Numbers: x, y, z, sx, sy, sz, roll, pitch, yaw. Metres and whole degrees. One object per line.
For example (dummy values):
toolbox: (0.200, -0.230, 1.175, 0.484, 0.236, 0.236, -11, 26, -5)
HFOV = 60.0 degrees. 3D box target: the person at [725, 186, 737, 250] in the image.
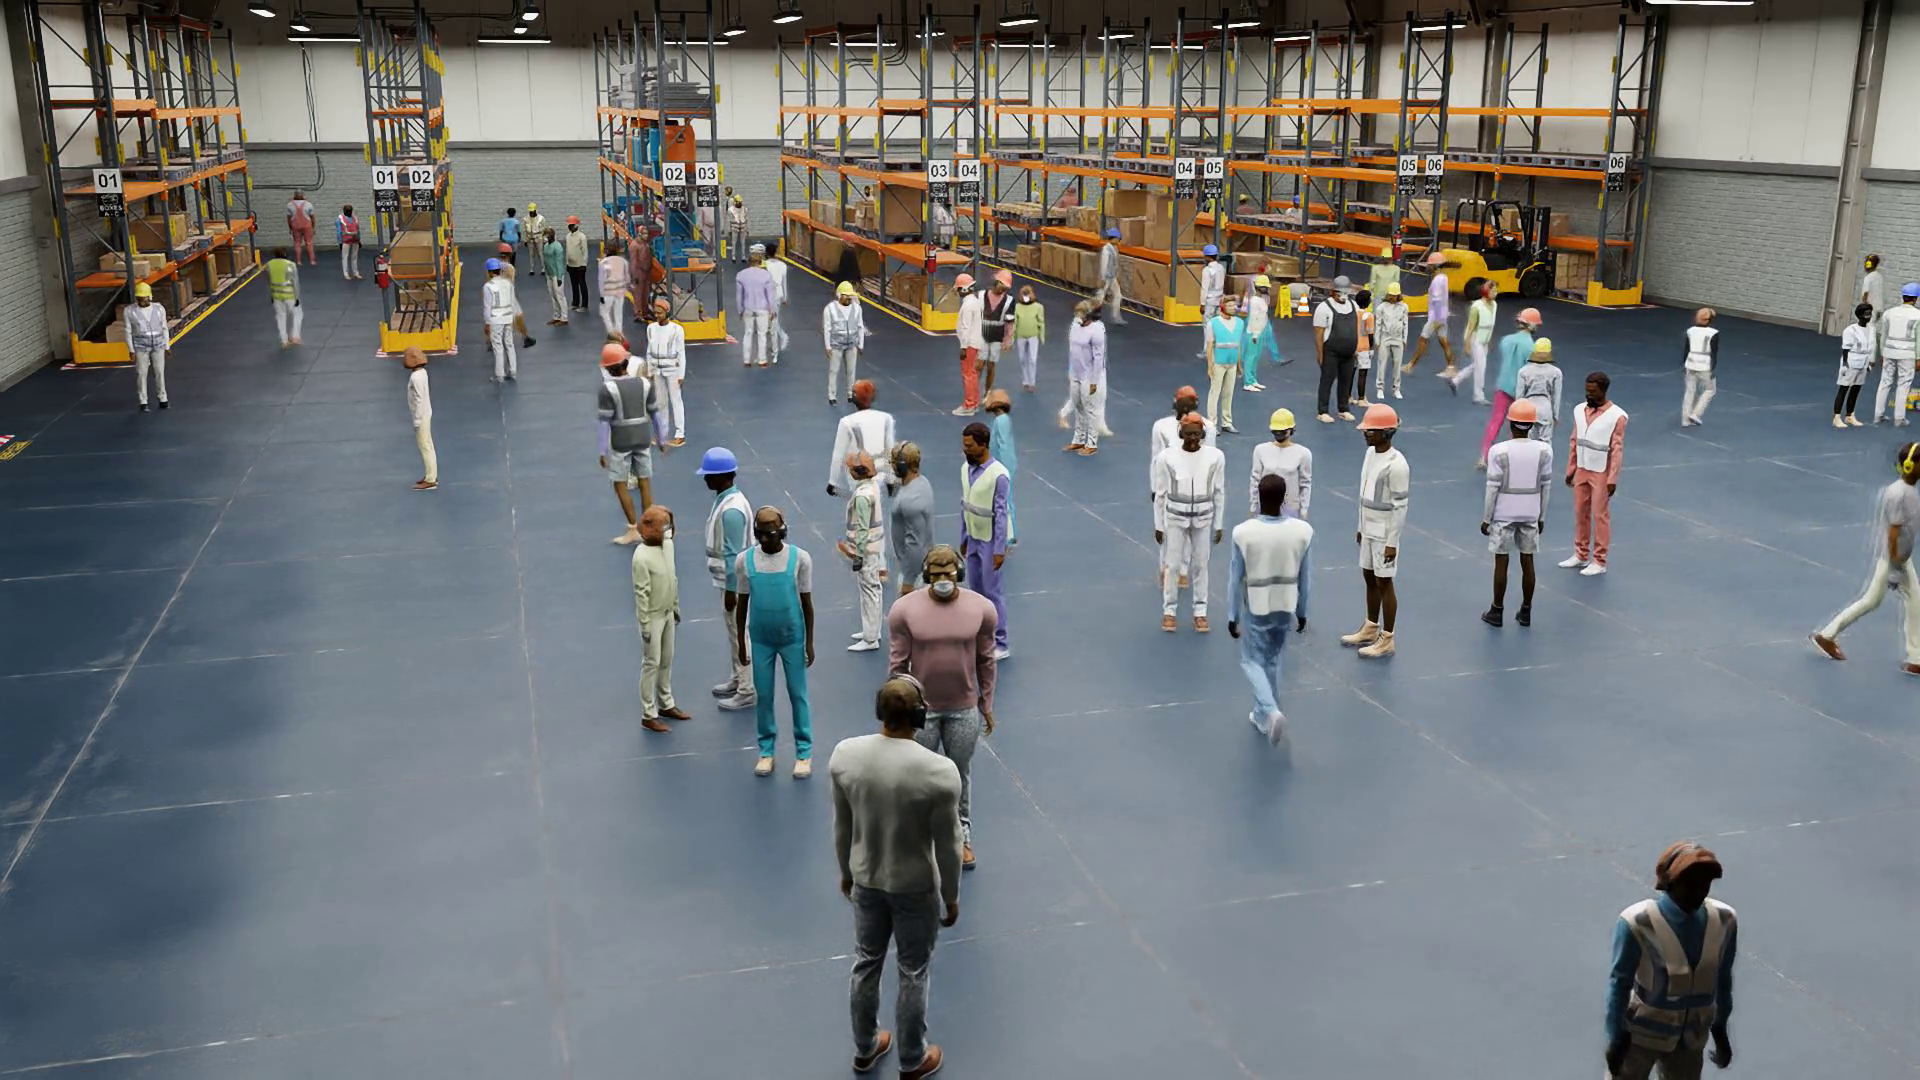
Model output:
person: (-6.759, -9.498, 49.071, 0.350, 1.839, 0.504, -2, 15, -6)

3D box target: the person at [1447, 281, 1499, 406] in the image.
person: (7.508, -2.896, 24.282, 0.739, 1.818, 0.578, 14, 20, 42)

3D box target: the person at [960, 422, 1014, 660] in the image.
person: (0.203, 0.003, 13.193, 0.392, 1.909, 0.596, -9, 17, -30)

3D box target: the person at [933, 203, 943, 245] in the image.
person: (-0.659, -9.976, 50.705, 0.385, 1.930, 0.539, 4, 15, 13)

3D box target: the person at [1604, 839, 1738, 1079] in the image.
person: (2.740, 1.924, 6.467, 0.519, 1.639, 0.314, -3, 15, -10)

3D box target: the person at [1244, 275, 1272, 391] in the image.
person: (4.544, -3.151, 25.345, 0.337, 1.761, 0.527, 7, 16, 23)

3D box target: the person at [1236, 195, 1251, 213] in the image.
person: (7.875, -8.792, 46.597, 0.545, 1.732, 0.807, -6, 16, -21)

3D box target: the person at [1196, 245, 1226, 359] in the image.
person: (4.291, -4.075, 28.474, 0.415, 1.938, 0.611, 12, 19, 39)

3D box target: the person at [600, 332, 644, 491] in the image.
person: (-3.802, -1.448, 18.804, 0.565, 1.829, 0.456, 5, 16, 20)

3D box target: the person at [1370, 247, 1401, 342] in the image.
person: (7.698, -4.422, 30.132, 0.530, 1.757, 0.371, 2, 15, 6)

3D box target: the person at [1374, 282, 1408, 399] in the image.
person: (6.387, -2.951, 24.642, 0.490, 1.730, 0.324, -1, 15, -3)

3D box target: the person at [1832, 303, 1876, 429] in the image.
person: (12.094, -2.354, 22.451, 0.536, 1.696, 0.322, -6, 16, -21)

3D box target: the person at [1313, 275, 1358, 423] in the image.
person: (5.202, -2.629, 22.829, 0.687, 2.000, 0.537, -7, 16, -24)

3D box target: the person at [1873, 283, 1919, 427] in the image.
person: (12.797, -2.513, 22.604, 0.415, 1.939, 0.603, -8, 17, -26)

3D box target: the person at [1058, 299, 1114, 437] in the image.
person: (1.677, -2.280, 21.945, 0.727, 1.818, 0.636, 14, 20, 43)

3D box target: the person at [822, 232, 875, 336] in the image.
person: (-2.135, -4.798, 31.192, 1.046, 1.950, 0.607, 3, 15, 12)

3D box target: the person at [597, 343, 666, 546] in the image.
person: (-3.275, -0.949, 16.576, 0.725, 2.030, 0.493, -13, 20, -40)

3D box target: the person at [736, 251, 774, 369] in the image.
person: (-3.363, -3.776, 27.363, 0.632, 1.932, 0.369, 3, 15, 9)

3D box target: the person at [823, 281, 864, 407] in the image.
person: (-1.664, -2.825, 24.009, 0.610, 1.821, 0.415, -6, 16, -23)

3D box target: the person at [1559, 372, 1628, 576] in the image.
person: (5.939, -0.633, 15.583, 0.409, 1.908, 0.597, -7, 16, -25)

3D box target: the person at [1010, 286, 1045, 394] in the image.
person: (1.000, -3.004, 25.057, 0.530, 1.599, 0.784, 2, 15, 7)

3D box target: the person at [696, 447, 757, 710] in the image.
person: (-1.684, 0.272, 12.121, 0.421, 1.937, 0.606, -4, 15, -14)

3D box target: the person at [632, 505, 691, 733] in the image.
person: (-2.118, 0.543, 11.693, 0.291, 1.625, 0.506, 5, 16, 18)

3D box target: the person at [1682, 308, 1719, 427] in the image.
person: (9.982, -2.317, 22.442, 0.399, 1.621, 0.537, -7, 17, -26)

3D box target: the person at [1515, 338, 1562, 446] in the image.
person: (6.537, -1.424, 18.865, 0.492, 1.742, 0.321, 4, 15, 14)

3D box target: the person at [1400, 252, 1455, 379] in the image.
person: (7.466, -3.557, 26.413, 1.025, 1.986, 0.646, 8, 17, 28)

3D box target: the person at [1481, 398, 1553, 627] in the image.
person: (4.656, -0.223, 13.972, 0.542, 1.939, 0.369, 0, 15, 0)

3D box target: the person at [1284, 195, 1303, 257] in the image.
person: (8.580, -7.859, 42.695, 0.605, 1.944, 0.402, -9, 17, -31)

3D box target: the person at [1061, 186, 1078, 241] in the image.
person: (3.195, -9.274, 48.119, 0.681, 1.889, 0.587, 6, 16, 20)

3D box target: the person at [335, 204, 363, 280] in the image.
person: (-14.979, -7.310, 40.839, 0.429, 1.839, 0.621, 11, 18, 36)

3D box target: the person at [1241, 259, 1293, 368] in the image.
person: (5.012, -3.704, 27.332, 0.961, 1.790, 0.593, 7, 16, 24)

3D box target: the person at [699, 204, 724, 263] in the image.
person: (-6.720, -8.454, 45.045, 0.661, 1.889, 0.477, -3, 15, -11)

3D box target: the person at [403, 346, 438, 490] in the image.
person: (-6.155, -1.393, 18.957, 0.265, 1.632, 0.508, -3, 15, -10)

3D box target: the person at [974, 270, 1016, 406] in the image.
person: (0.442, -2.897, 23.950, 0.705, 1.975, 0.554, 0, 15, -1)

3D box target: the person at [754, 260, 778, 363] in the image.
person: (-3.302, -3.843, 27.983, 0.483, 1.735, 0.311, -7, 17, -26)

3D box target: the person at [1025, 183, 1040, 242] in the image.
person: (2.239, -10.185, 51.626, 0.521, 1.857, 0.343, 6, 16, 20)

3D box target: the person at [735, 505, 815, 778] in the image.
person: (-1.204, 0.657, 10.868, 0.517, 1.835, 0.350, 1, 15, 3)

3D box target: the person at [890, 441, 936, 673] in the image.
person: (-0.356, 0.219, 12.314, 0.379, 1.937, 0.629, 1, 15, 3)

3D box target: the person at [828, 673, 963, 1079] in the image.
person: (-0.280, 1.523, 7.428, 0.628, 1.931, 0.385, 6, 16, 22)

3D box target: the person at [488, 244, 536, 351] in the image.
person: (-8.021, -4.294, 29.450, 0.533, 1.874, 0.993, 8, 17, 27)
